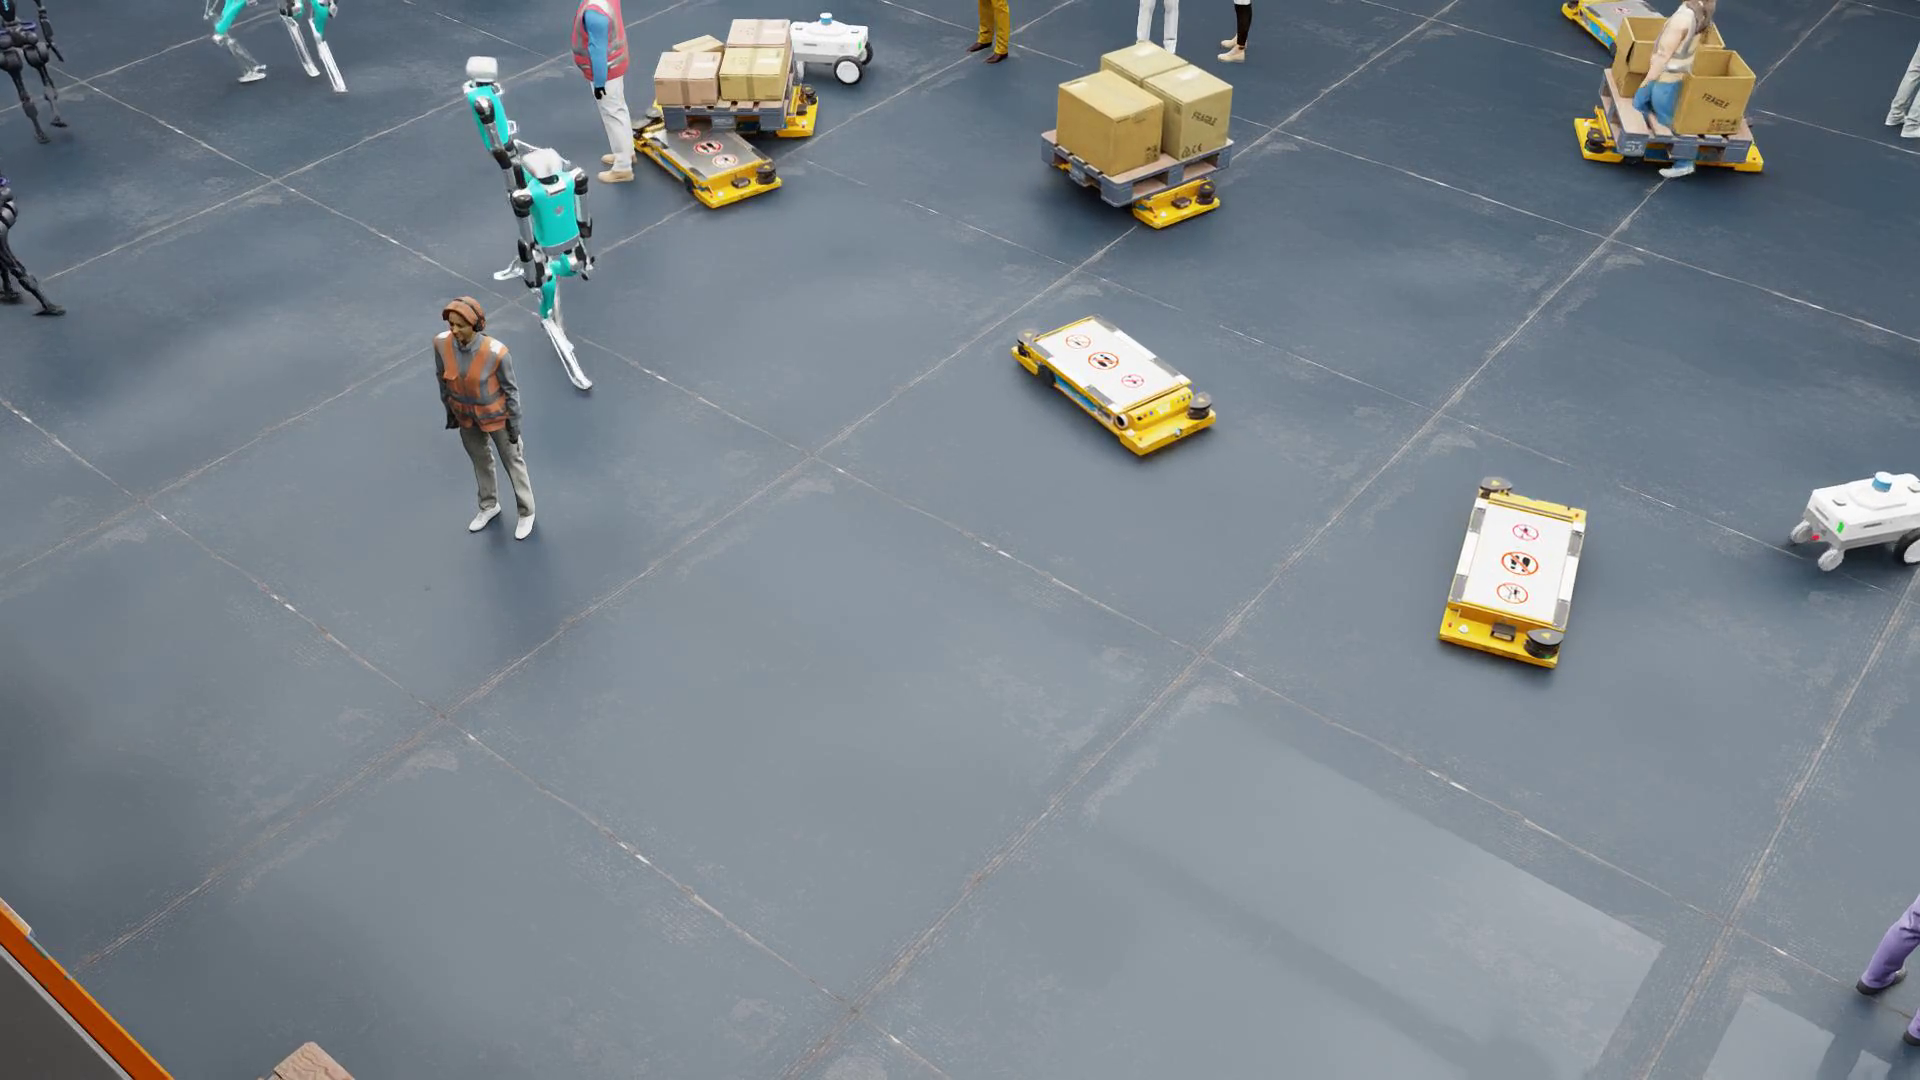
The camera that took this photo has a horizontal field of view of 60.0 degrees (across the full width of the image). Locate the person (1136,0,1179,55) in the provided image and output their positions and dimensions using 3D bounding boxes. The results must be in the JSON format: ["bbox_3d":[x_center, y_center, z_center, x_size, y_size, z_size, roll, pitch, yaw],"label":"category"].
[{"bbox_3d":[1.827,-5.152,14.894,0.581,1.882,0.351,-1,40,-1],"label":"person"}]

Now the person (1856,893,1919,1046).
[{"bbox_3d":[4.368,1.481,7.131,0.383,1.836,0.559,-13,42,-15],"label":"person"}]

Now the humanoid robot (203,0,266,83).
[{"bbox_3d":[-6.531,-4.867,14.688,0.664,1.811,0.542,-27,47,-28],"label":"humanoid robot"}]

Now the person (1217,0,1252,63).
[{"bbox_3d":[2.565,-5.182,15.069,0.322,1.698,0.534,11,42,13],"label":"person"}]

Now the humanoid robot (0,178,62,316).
[{"bbox_3d":[-6.927,-2.317,11.731,0.688,1.638,0.592,1,40,1],"label":"humanoid robot"}]

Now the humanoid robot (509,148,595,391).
[{"bbox_3d":[-2.769,-1.884,11.170,0.545,1.746,0.987,-29,48,-29],"label":"humanoid robot"}]

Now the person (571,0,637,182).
[{"bbox_3d":[-2.860,-3.771,13.311,0.431,1.837,0.630,-3,40,-3],"label":"person"}]

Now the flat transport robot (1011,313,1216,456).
[{"bbox_3d":[1.034,-1.101,11.374,0.659,0.231,1.431,-24,46,-26],"label":"flat transport robot"}]

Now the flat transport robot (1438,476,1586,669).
[{"bbox_3d":[3.306,0.168,9.881,0.659,0.231,1.431,15,43,17],"label":"flat transport robot"}]

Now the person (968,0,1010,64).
[{"bbox_3d":[0.275,-5.219,15.078,0.344,1.750,0.528,-24,46,-25],"label":"person"}]

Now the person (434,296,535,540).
[{"bbox_3d":[-2.820,-0.726,9.869,0.513,1.644,0.306,11,42,12],"label":"person"}]

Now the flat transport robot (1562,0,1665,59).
[{"bbox_3d":[6.349,-4.833,15.764,0.659,0.231,1.431,-7,41,-8],"label":"flat transport robot"}]

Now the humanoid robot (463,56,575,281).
[{"bbox_3d":[-3.133,-2.701,12.127,0.911,1.766,0.572,-12,42,-13],"label":"humanoid robot"}]

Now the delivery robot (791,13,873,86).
[{"bbox_3d":[-1.168,-4.481,15.139,0.780,0.609,0.499,6,41,7],"label":"delivery robot"}]

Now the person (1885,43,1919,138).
[{"bbox_3d":[8.250,-4.205,13.896,0.321,1.731,0.491,-10,41,-11],"label":"person"}]

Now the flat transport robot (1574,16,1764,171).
[{"bbox_3d":[5.990,-3.398,14.075,1.431,0.231,0.659,6,41,6],"label":"flat transport robot"}]

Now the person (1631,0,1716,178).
[{"bbox_3d":[5.745,-3.768,13.420,0.823,1.698,0.497,23,45,24],"label":"person"}]

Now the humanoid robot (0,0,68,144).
[{"bbox_3d":[-7.858,-4.125,13.848,0.613,1.642,0.339,-22,45,-24],"label":"humanoid robot"}]

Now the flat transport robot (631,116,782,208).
[{"bbox_3d":[-2.134,-3.198,13.840,0.659,0.231,1.431,-25,46,-27],"label":"flat transport robot"}]

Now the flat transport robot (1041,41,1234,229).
[{"bbox_3d":[1.414,-2.992,13.597,0.659,0.231,1.431,-24,46,-26],"label":"flat transport robot"}]

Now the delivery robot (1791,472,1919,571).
[{"bbox_3d":[5.495,-0.143,10.037,0.805,0.609,0.499,-9,41,-11],"label":"delivery robot"}]

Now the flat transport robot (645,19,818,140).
[{"bbox_3d":[-1.975,-3.734,14.471,1.431,0.231,0.659,0,40,0],"label":"flat transport robot"}]

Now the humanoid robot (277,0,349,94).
[{"bbox_3d":[-5.782,-4.777,14.587,0.538,1.742,1.018,-26,47,-28],"label":"humanoid robot"}]
